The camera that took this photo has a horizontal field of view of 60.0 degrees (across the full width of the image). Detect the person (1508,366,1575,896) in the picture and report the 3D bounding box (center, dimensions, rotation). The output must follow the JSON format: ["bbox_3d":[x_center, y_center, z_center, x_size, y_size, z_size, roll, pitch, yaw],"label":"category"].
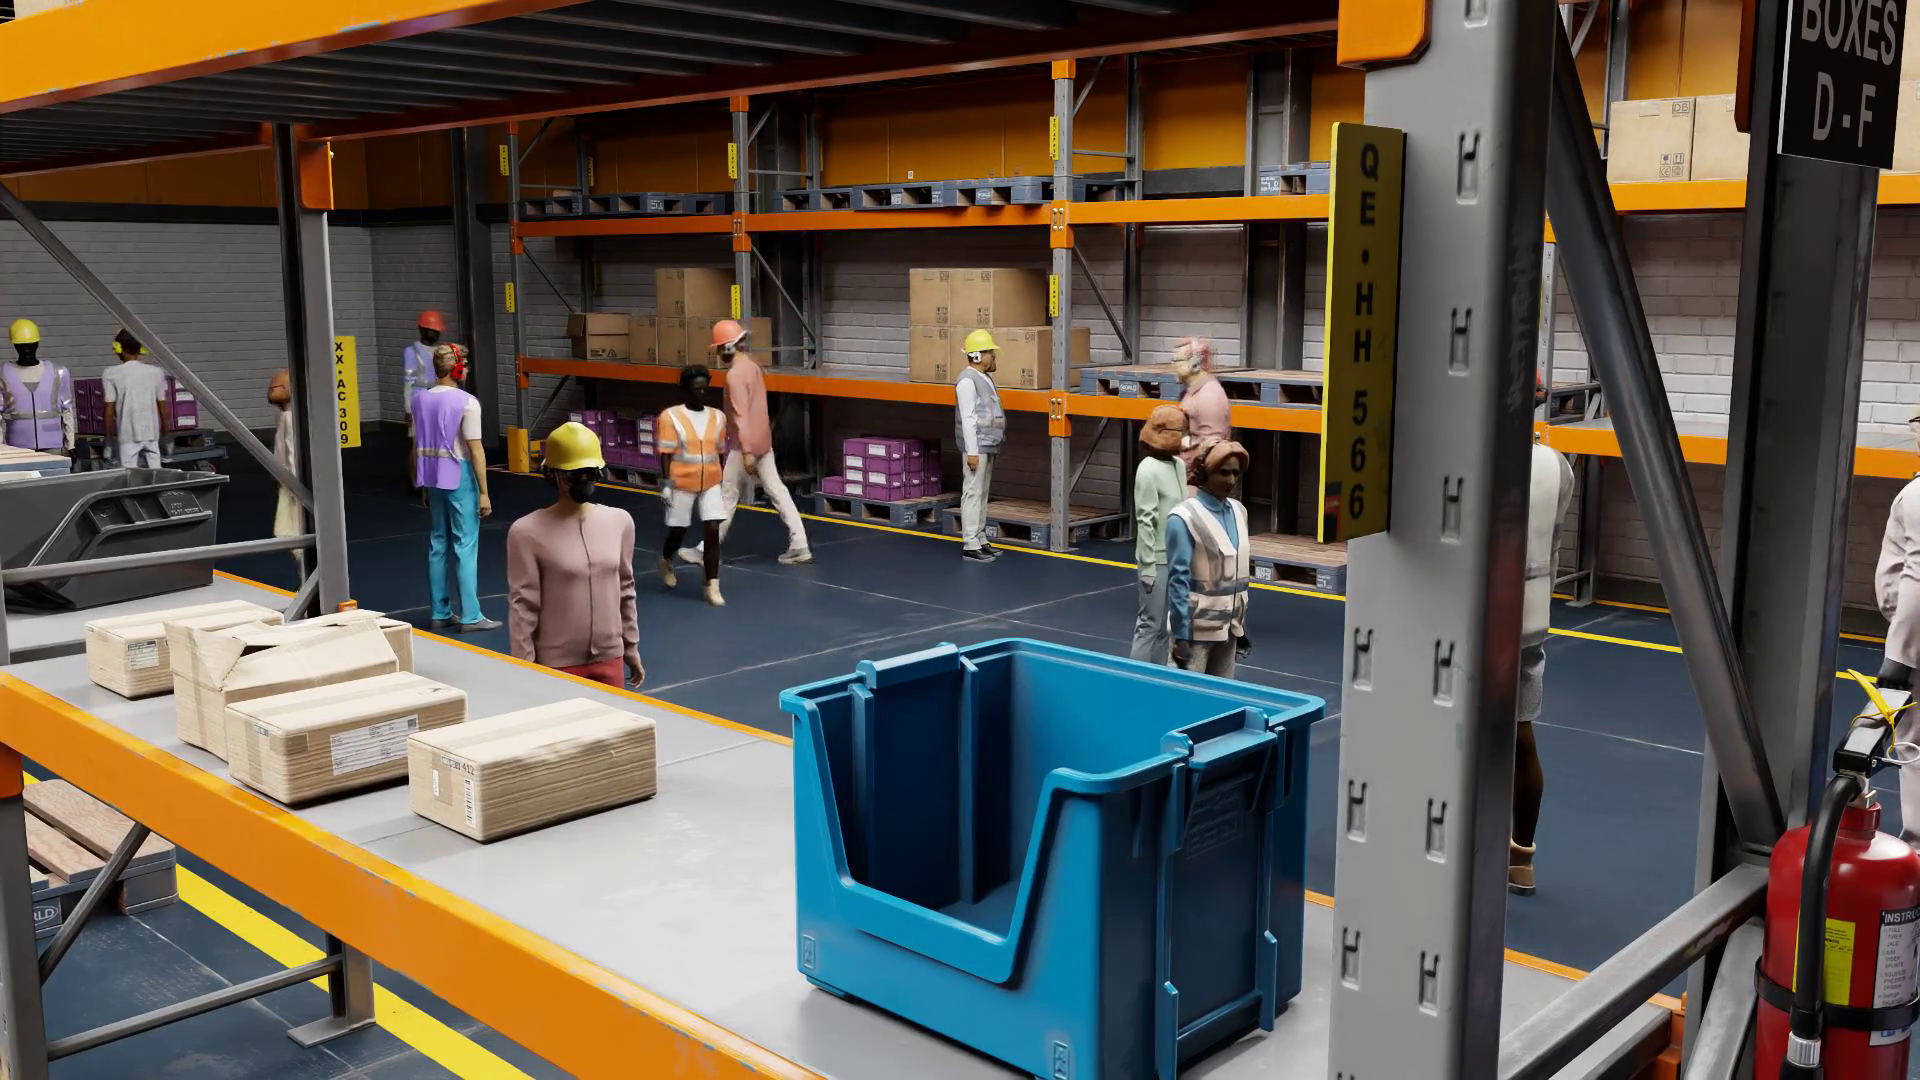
[{"bbox_3d":[1.921,0.324,6.013,0.605,2.045,0.377,-8,12,-39],"label":"person"}]

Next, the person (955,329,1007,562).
[{"bbox_3d":[0.167,-0.751,13.243,0.404,1.837,0.590,2,10,14],"label":"person"}]

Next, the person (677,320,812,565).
[{"bbox_3d":[-1.655,-0.741,12.937,1.068,1.922,0.686,2,9,12],"label":"person"}]

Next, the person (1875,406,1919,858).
[{"bbox_3d":[3.596,0.371,6.157,0.649,1.904,0.401,-6,11,-34],"label":"person"}]

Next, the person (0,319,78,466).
[{"bbox_3d":[-7.245,-0.761,13.024,0.594,1.924,0.382,-6,11,-34],"label":"person"}]

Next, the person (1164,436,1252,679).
[{"bbox_3d":[1.018,0.391,6.846,0.311,1.639,0.513,8,12,41],"label":"person"}]

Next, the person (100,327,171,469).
[{"bbox_3d":[-6.650,-0.785,13.425,0.358,1.852,0.525,7,12,38],"label":"person"}]

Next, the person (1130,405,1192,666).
[{"bbox_3d":[1.039,0.122,8.509,0.270,1.631,0.509,5,10,28],"label":"person"}]

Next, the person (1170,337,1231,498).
[{"bbox_3d":[1.483,-0.311,10.405,0.417,1.889,0.669,0,9,-2],"label":"person"}]

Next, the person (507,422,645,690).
[{"bbox_3d":[-1.393,0.447,6.110,0.533,1.767,0.323,-9,13,-43],"label":"person"}]

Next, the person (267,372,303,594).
[{"bbox_3d":[-4.603,-0.353,11.548,0.362,1.604,0.593,-4,10,-21],"label":"person"}]

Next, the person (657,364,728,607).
[{"bbox_3d":[-1.878,-0.399,11.571,0.535,1.674,0.707,-5,11,-30],"label":"person"}]

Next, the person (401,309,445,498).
[{"bbox_3d":[-5.376,-1.366,16.800,0.466,1.912,0.579,5,11,28],"label":"person"}]

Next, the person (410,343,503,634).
[{"bbox_3d":[-3.232,-0.321,10.575,0.570,1.844,0.377,5,11,29],"label":"person"}]
